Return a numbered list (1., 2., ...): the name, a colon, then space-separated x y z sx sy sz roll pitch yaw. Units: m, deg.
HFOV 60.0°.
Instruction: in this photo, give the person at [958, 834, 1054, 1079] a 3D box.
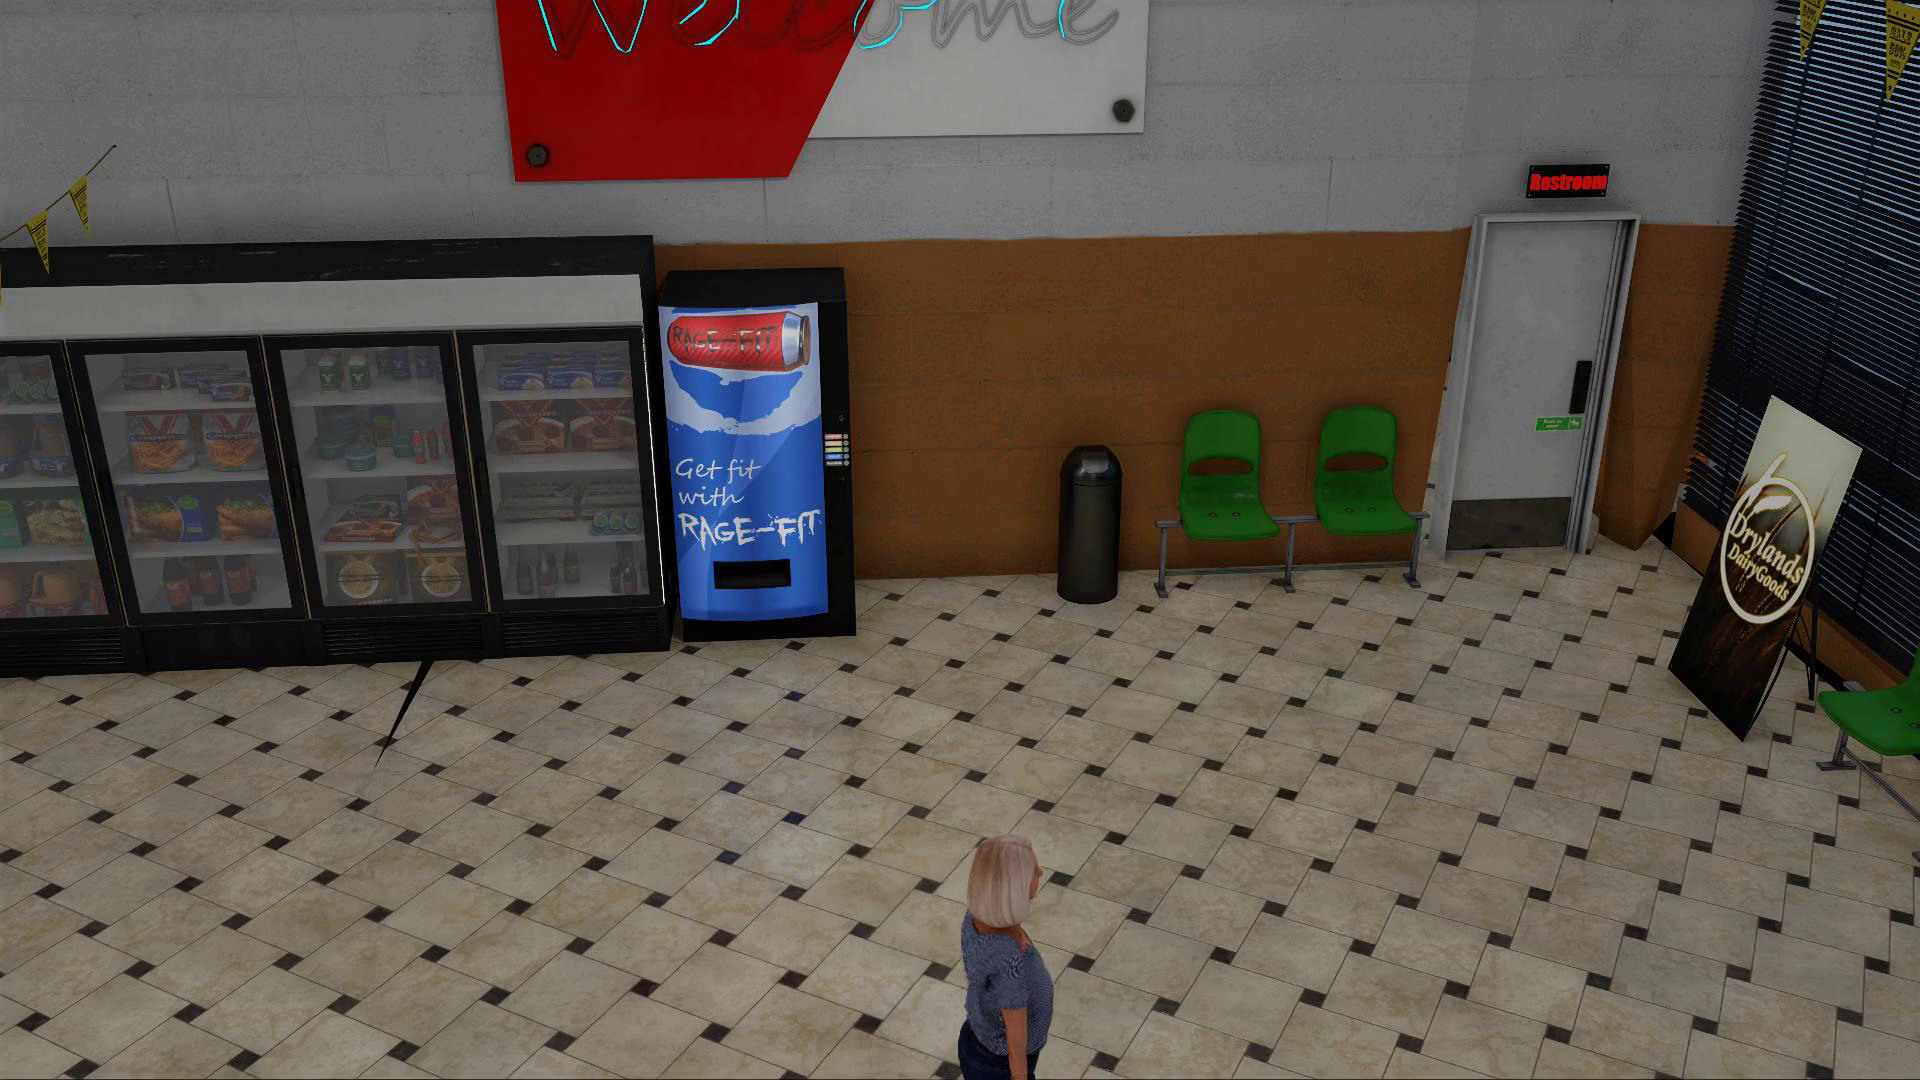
1. person: 0.045 1.707 5.391 0.685 1.713 0.738 -4 24 -10
